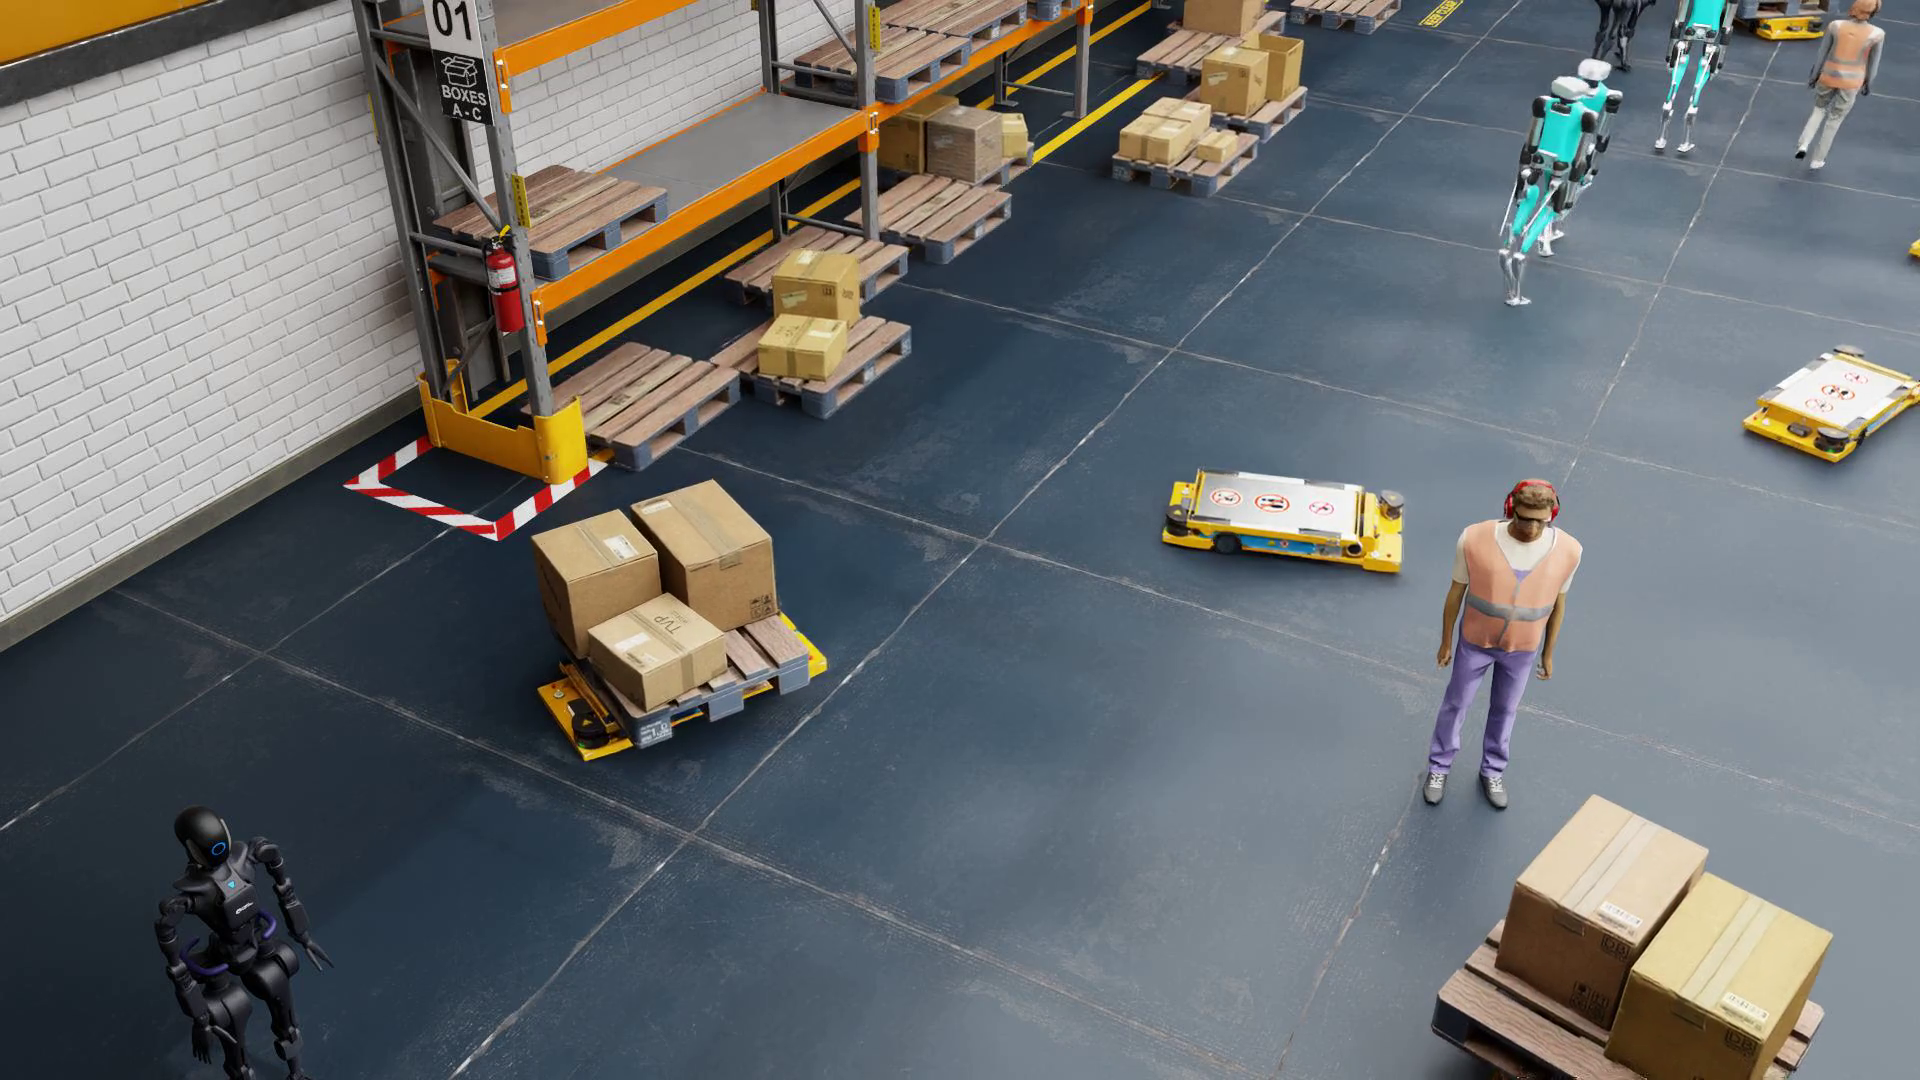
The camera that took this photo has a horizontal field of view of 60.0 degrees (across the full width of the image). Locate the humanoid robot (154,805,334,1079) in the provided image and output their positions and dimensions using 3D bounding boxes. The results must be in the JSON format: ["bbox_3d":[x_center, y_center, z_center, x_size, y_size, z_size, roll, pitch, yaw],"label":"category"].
[{"bbox_3d":[-2.723,1.651,6.360,0.315,1.657,0.599,20,38,27],"label":"humanoid robot"}]

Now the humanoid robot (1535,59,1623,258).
[{"bbox_3d":[5.011,-3.154,13.587,0.581,1.715,0.952,14,36,20],"label":"humanoid robot"}]

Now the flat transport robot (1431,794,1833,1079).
[{"bbox_3d":[2.705,2.145,6.903,0.659,0.231,1.431,27,42,34],"label":"flat transport robot"}]

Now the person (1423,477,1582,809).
[{"bbox_3d":[2.585,0.487,7.985,0.565,1.841,0.390,4,34,6],"label":"person"}]

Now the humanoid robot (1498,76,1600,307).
[{"bbox_3d":[4.386,-2.595,12.773,0.697,1.819,0.530,-26,41,-33],"label":"humanoid robot"}]

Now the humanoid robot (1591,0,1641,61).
[{"bbox_3d":[6.997,-5.863,17.753,0.496,1.636,0.602,-27,42,-35],"label":"humanoid robot"}]

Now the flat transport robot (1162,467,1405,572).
[{"bbox_3d":[2.017,-0.132,10.348,1.431,0.231,0.659,7,34,11],"label":"flat transport robot"}]

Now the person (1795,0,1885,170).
[{"bbox_3d":[8.094,-4.200,15.268,0.529,1.626,0.390,25,41,32],"label":"person"}]

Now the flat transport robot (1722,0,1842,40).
[{"bbox_3d":[9.406,-6.145,19.446,0.659,0.231,1.431,-5,34,-7],"label":"flat transport robot"}]

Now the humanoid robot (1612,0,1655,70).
[{"bbox_3d":[7.240,-5.926,17.866,0.597,1.652,0.614,-6,34,-9],"label":"humanoid robot"}]

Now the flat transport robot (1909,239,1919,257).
[{"bbox_3d":[8.676,-2.611,14.099,1.431,0.231,0.659,-28,43,-36],"label":"flat transport robot"}]

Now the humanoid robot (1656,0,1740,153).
[{"bbox_3d":[6.810,-4.454,15.470,0.531,1.698,0.738,17,37,24],"label":"humanoid robot"}]

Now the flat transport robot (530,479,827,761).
[{"bbox_3d":[-1.507,0.721,9.057,1.431,0.231,0.659,-20,38,-27],"label":"flat transport robot"}]

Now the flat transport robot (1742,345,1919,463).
[{"bbox_3d":[6.126,-0.964,11.607,1.431,0.231,0.659,-26,42,-34],"label":"flat transport robot"}]
